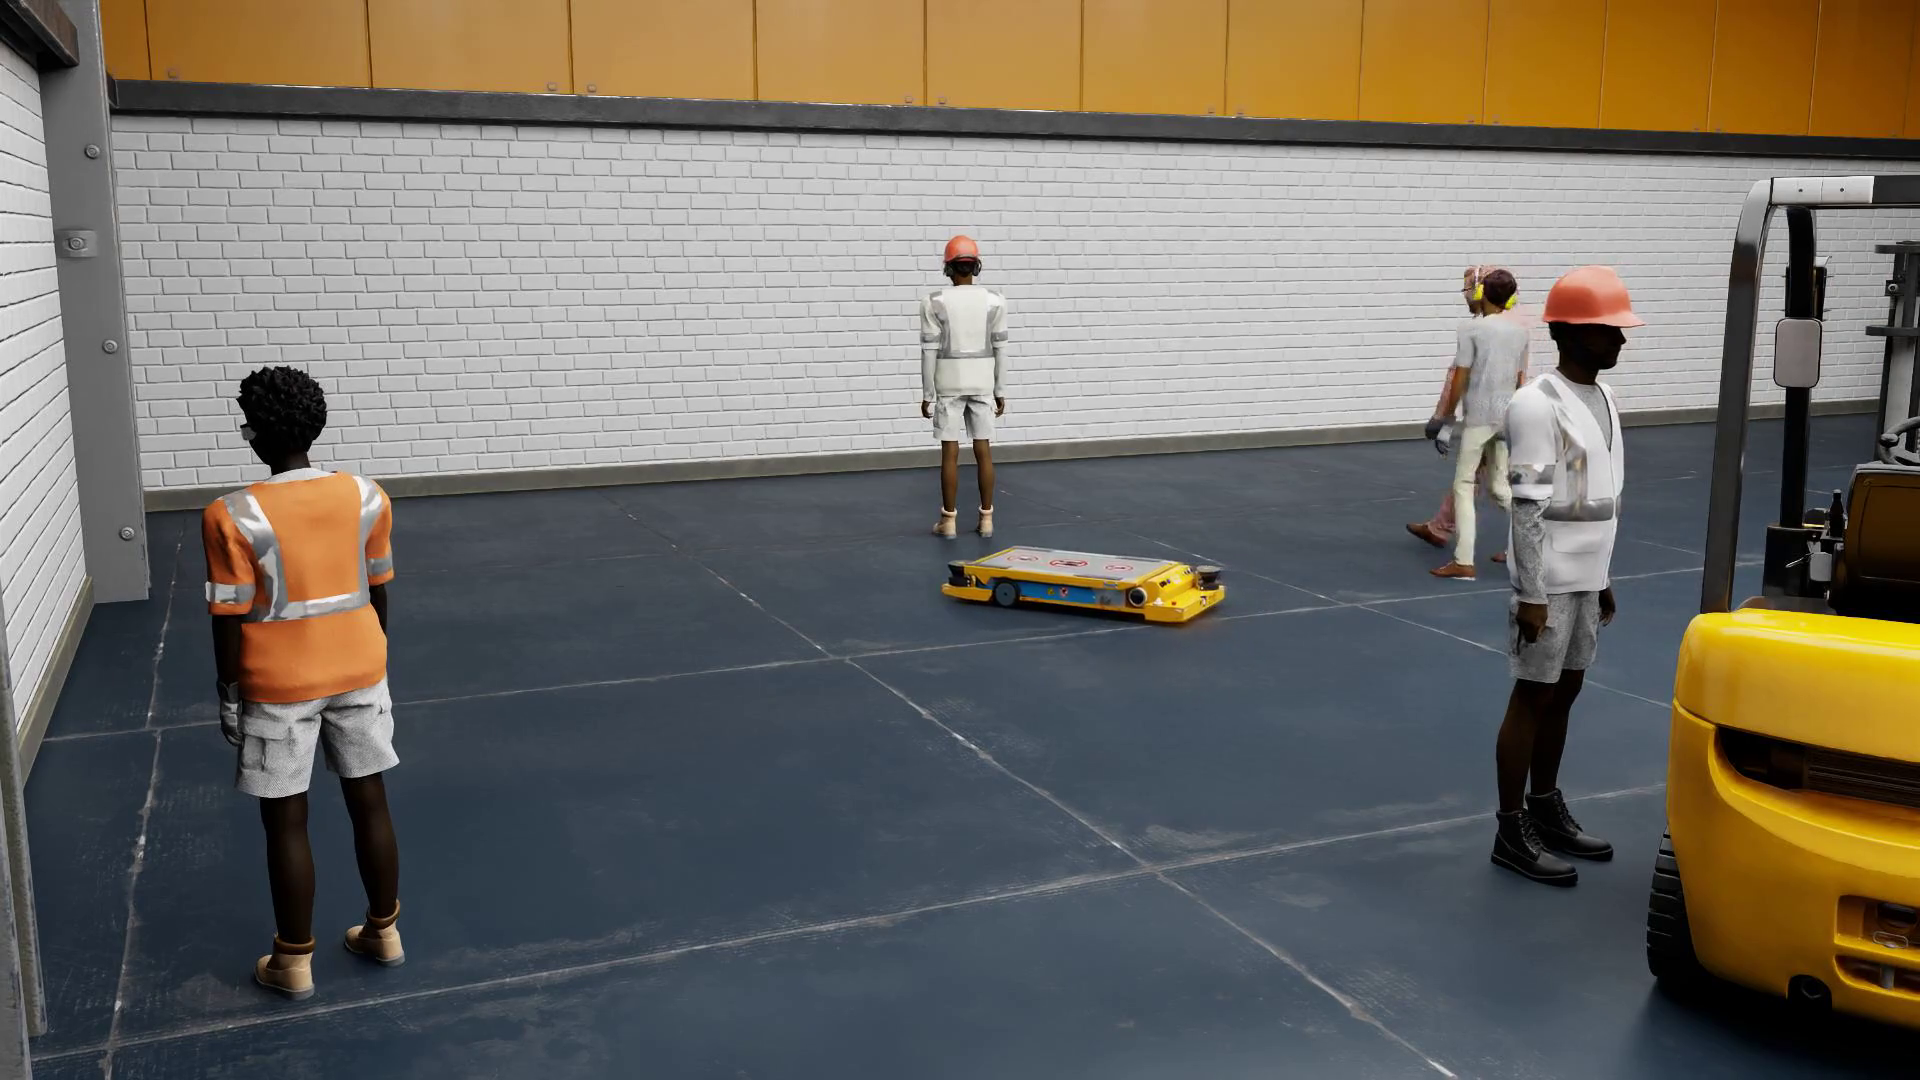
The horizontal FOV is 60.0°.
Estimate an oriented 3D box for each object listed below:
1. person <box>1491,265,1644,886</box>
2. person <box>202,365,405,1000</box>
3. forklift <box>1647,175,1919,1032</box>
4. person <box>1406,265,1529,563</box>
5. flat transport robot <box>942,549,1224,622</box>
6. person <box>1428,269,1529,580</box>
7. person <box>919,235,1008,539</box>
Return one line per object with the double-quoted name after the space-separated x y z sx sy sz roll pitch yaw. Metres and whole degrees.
1.934 0.109 5.286 0.358 1.938 0.542 10 14 43 "person"
-1.749 0.381 4.470 0.320 1.694 0.531 9 13 40 "person"
2.810 0.094 4.662 1.214 2.155 2.313 7 12 34 "forklift"
3.266 -0.796 10.498 0.995 1.842 0.670 7 13 35 "person"
0.680 0.228 9.226 1.431 0.197 0.652 5 12 28 "flat transport robot"
3.124 -0.661 9.818 0.583 1.847 0.469 -5 11 -25 "person"
0.019 -1.025 11.239 0.608 2.046 0.368 -2 11 -13 "person"
